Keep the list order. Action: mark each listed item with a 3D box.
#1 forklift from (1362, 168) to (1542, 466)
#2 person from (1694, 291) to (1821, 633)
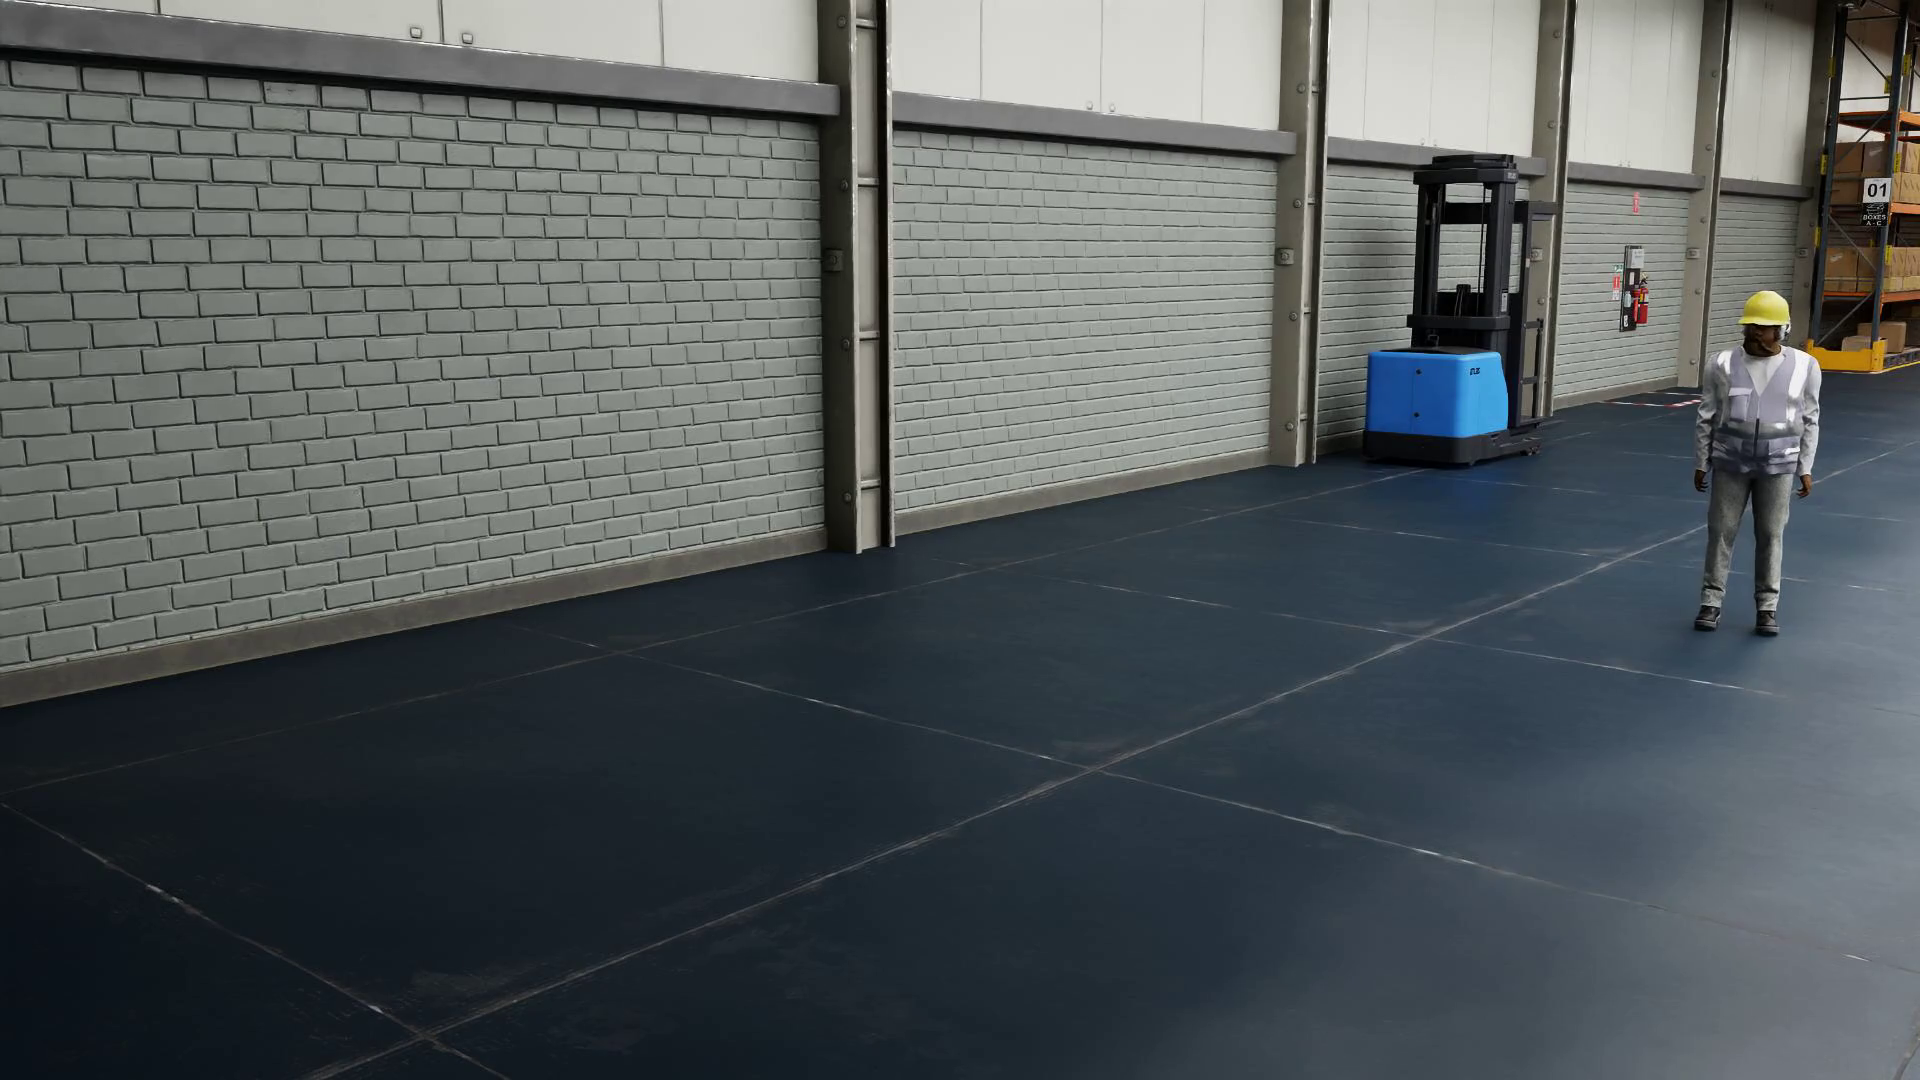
[{"bbox_3d":[4.875,-2.212,16.287,1.129,2.768,1.873,8,13,40],"label":"forklift"},{"bbox_3d":[4.257,-0.415,8.922,0.599,1.827,0.404,5,11,25],"label":"person"}]
